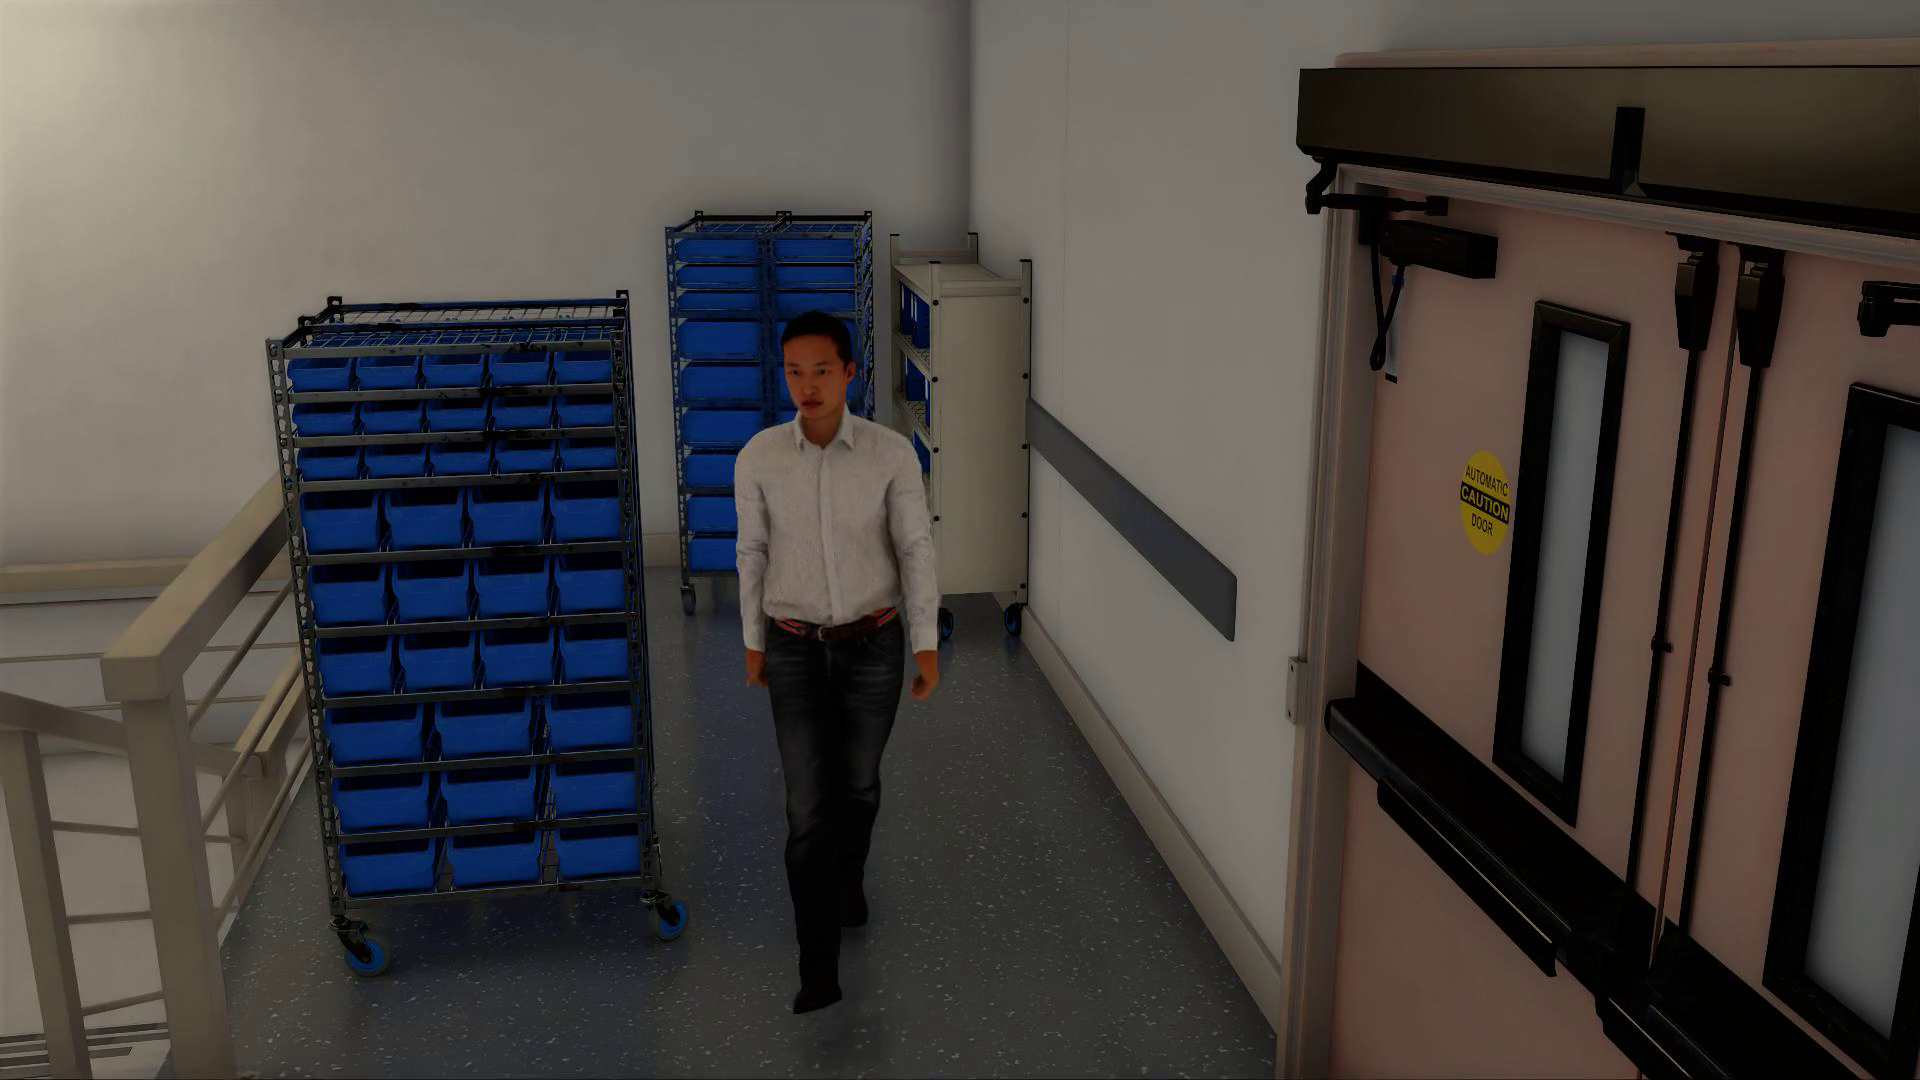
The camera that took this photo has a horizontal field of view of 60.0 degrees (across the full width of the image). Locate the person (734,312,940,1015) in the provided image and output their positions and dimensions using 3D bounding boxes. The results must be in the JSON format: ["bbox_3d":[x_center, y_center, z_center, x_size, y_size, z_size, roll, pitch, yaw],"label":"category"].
[{"bbox_3d":[-0.322,0.287,4.478,0.780,1.765,1.173,-1,16,-3],"label":"person"}]
